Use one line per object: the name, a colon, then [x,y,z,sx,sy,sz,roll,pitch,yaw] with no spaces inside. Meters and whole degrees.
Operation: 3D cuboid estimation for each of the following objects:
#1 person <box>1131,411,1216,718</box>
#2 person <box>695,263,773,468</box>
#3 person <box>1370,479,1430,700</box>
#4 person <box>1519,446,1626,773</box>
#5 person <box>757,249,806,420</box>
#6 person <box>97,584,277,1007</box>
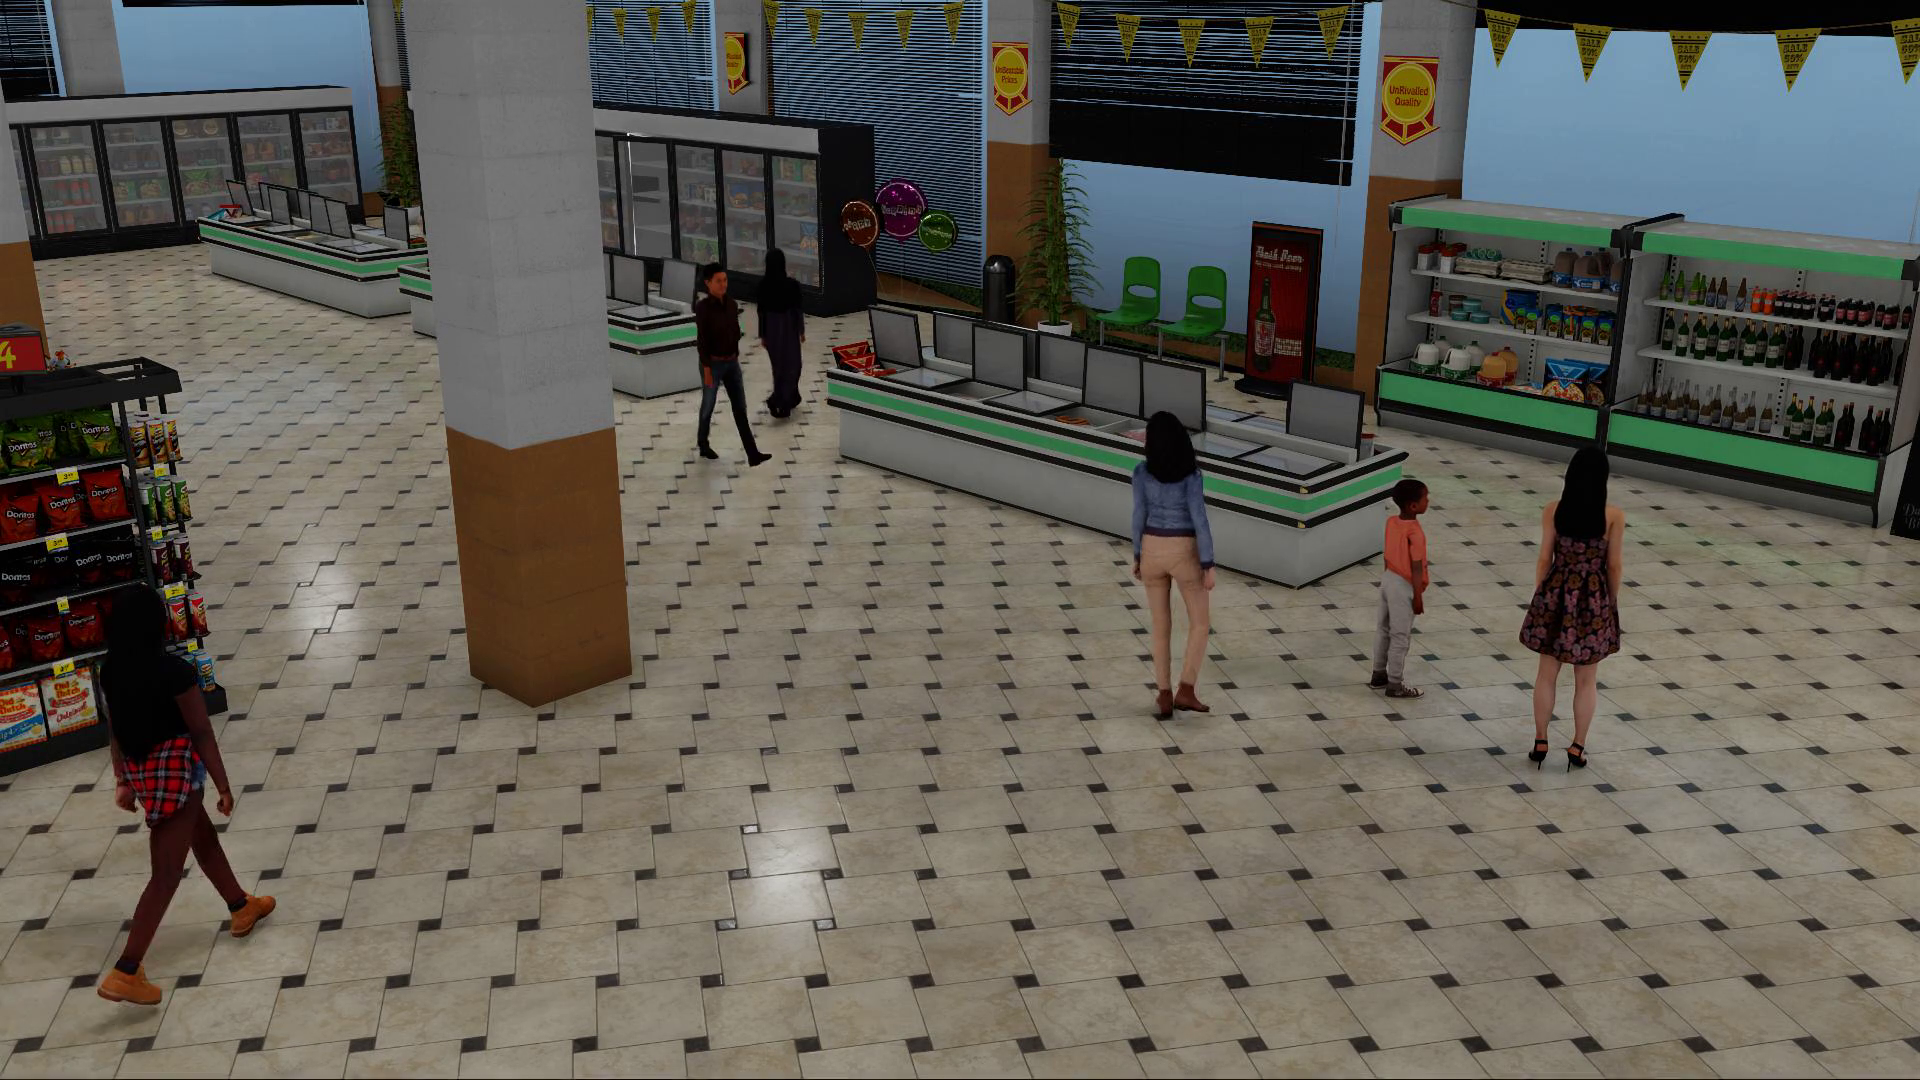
person: [1.184,0.158,9.323,0.719,1.757,0.840,12,22,33]
person: [-2.123,-1.470,14.197,1.107,1.728,0.686,16,25,40]
person: [2.562,0.273,9.682,0.621,1.310,0.524,-5,19,-15]
person: [3.203,0.365,8.684,0.741,1.774,0.833,7,20,20]
person: [-1.712,-1.947,15.827,1.076,1.591,0.965,6,19,16]
person: [-3.278,1.066,6.761,1.215,1.674,1.020,9,21,24]
